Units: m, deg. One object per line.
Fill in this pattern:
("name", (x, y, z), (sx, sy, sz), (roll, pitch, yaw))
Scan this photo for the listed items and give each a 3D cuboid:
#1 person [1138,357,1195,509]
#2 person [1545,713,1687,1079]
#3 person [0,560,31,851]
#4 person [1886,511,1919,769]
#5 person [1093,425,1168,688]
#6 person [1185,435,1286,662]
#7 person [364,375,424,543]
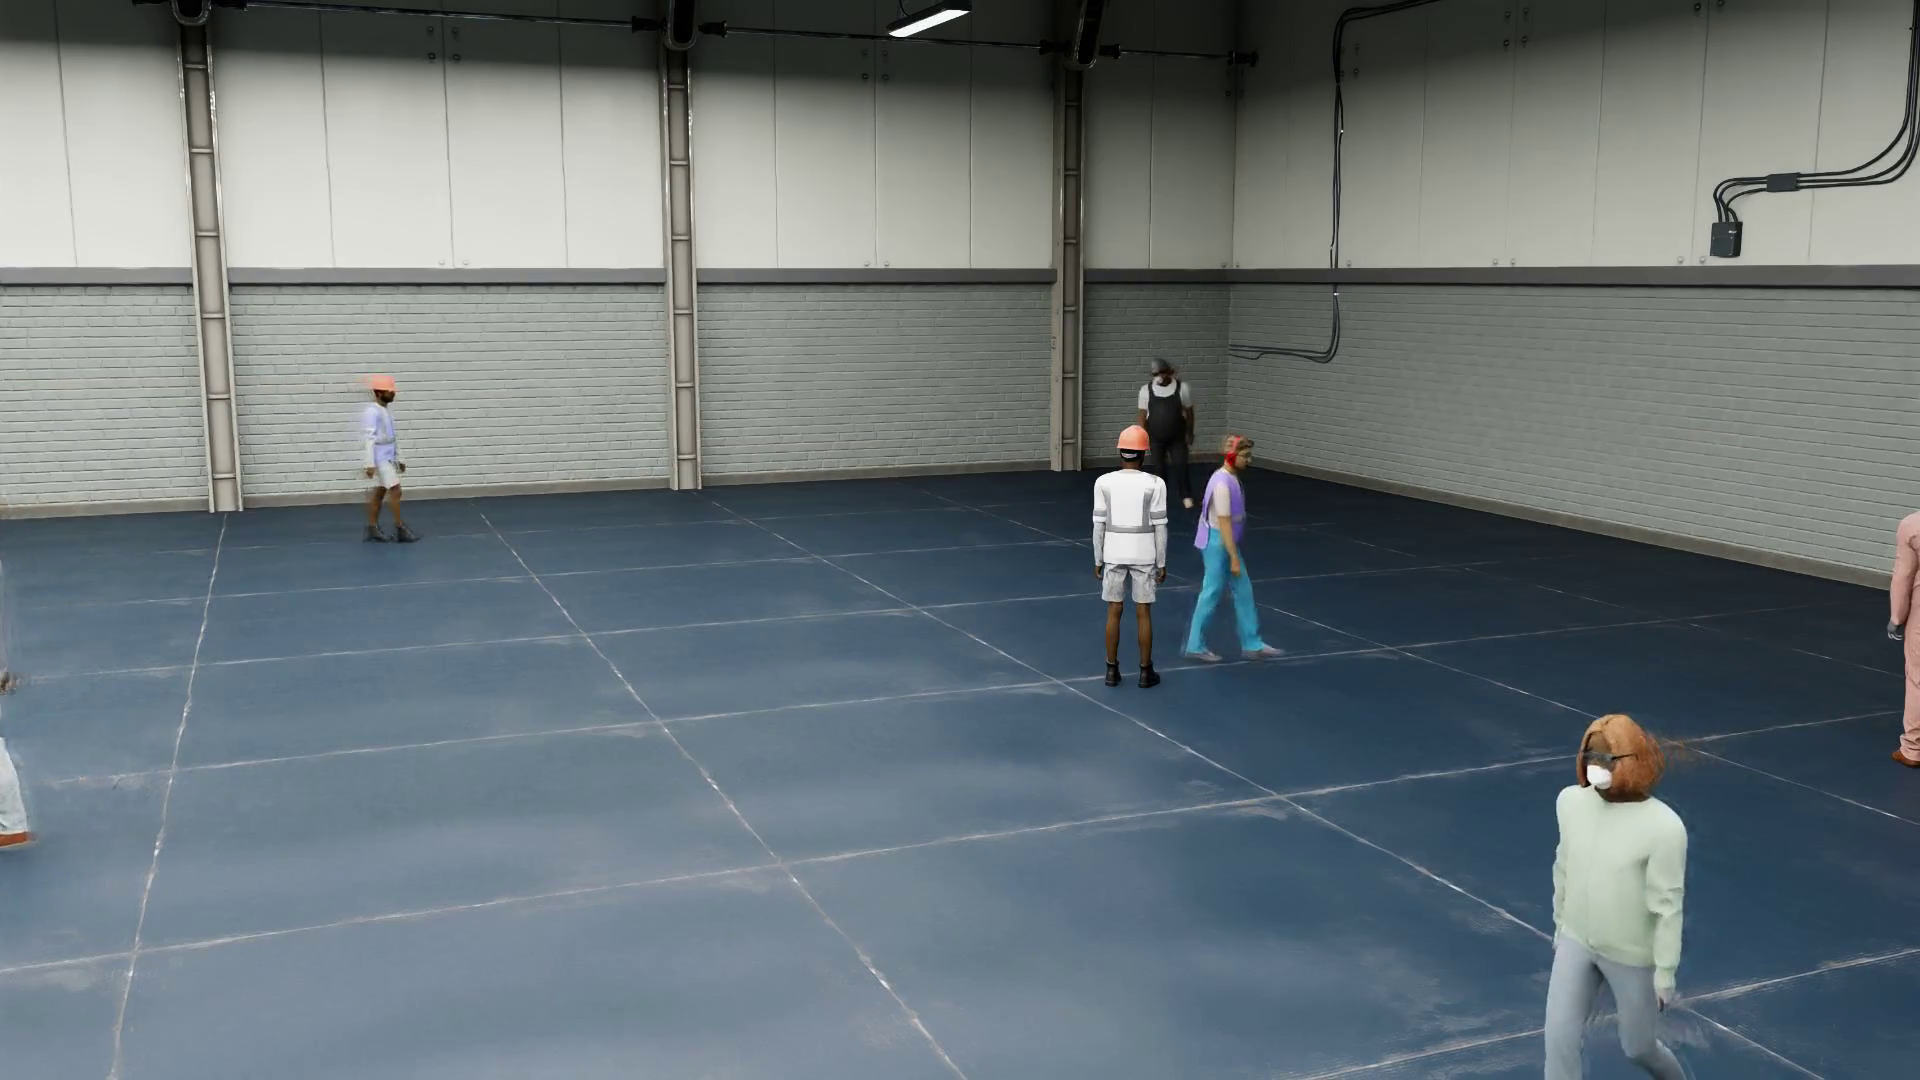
("person", (2.646, -1.400, 21.505), (0.709, 2.000, 0.555), (2, 9, 11))
("person", (2.216, 1.355, 5.572), (0.769, 1.602, 0.507), (-6, 11, -33))
("person", (-5.219, 0.707, 8.675), (0.625, 1.919, 0.642), (-3, 9, -17))
("person", (6.040, 0.468, 10.196), (0.639, 1.910, 0.407), (3, 10, 18))
("person", (1.259, 0.122, 12.272), (0.550, 1.935, 0.376), (3, 9, 16))
("person", (2.158, 0.092, 12.874), (0.883, 1.799, 0.591), (3, 9, 17))
("person", (-6.402, -0.910, 18.831), (0.809, 1.908, 0.579), (0, 9, -1))
